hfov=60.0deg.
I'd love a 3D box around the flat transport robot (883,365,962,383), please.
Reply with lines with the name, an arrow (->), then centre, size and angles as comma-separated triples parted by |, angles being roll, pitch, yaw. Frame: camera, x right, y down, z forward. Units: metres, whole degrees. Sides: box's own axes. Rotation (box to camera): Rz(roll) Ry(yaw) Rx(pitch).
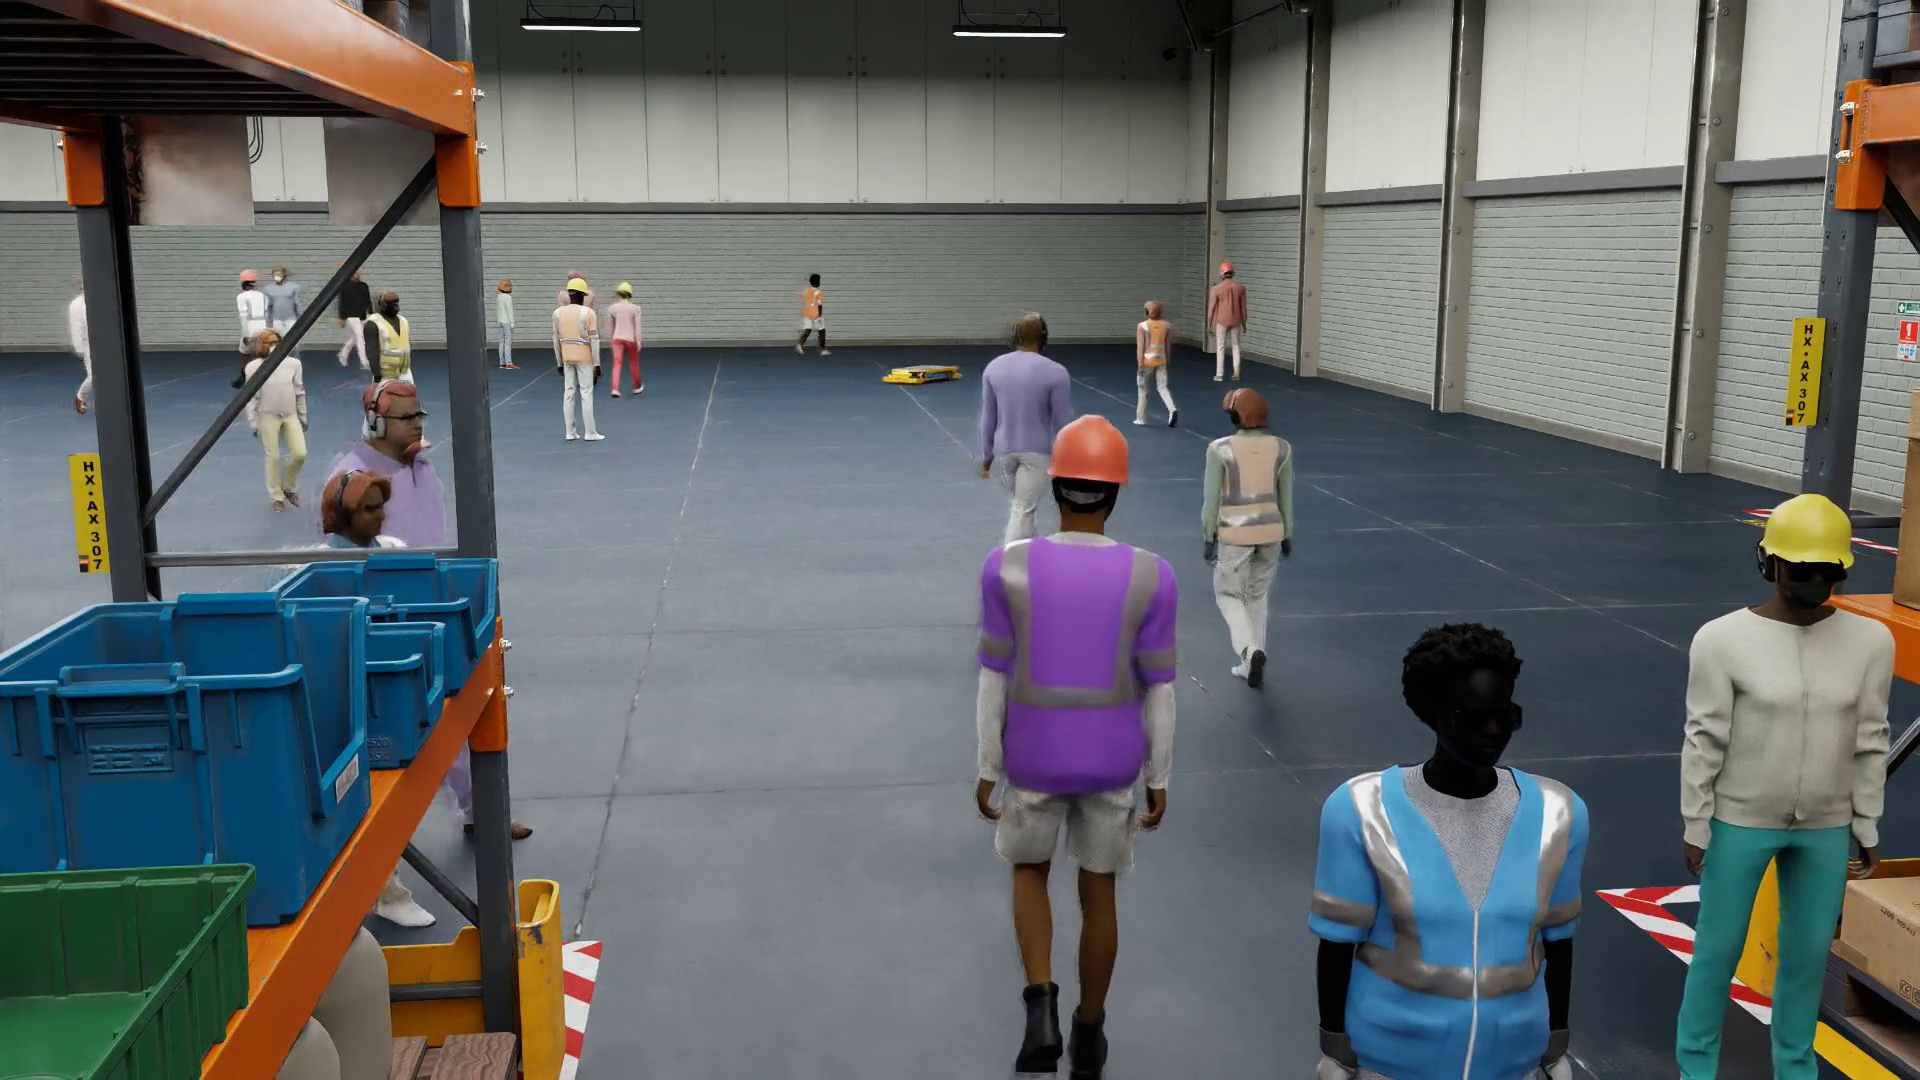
flat transport robot -> -0.609, -2.776, 27.744 | 0.652, 0.197, 1.431 | 6, 12, 31

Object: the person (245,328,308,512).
person -> -5.961, -1.044, 14.552 | 0.520, 1.617, 0.371 | -9, 14, -41

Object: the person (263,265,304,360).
person -> -11.537, -3.719, 28.380 | 0.650, 1.922, 0.430 | -1, 10, -3

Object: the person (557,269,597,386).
person -> -6.098, -3.364, 26.527 | 0.654, 1.890, 0.711 | -7, 13, -34

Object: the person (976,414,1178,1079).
person -> 0.323, 0.612, 4.650 | 0.560, 1.918, 0.466 | 1, 10, 5

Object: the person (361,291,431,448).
person -> -6.545, -1.950, 19.038 | 0.943, 1.801, 0.639 | 5, 12, 28

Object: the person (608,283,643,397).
person -> -5.059, -3.021, 25.134 | 0.538, 1.714, 0.950 | 1, 10, 6

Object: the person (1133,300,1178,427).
person -> 2.485, -2.229, 21.076 | 0.525, 1.616, 0.735 | -5, 12, -26

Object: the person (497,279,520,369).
person -> -8.306, -3.956, 30.475 | 0.264, 1.632, 0.507 | -9, 14, -40

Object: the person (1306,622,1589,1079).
person -> 0.929, 0.986, 3.204 | 0.538, 1.700, 0.317 | 0, 10, -3

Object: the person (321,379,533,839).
person -> -2.230, 0.295, 6.585 | 0.929, 1.866, 0.651 | 3, 11, 18

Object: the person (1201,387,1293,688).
person -> 1.555, 0.006, 8.799 | 0.544, 1.617, 0.568 | -3, 11, -16

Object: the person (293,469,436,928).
person -> -2.178, 0.536, 5.911 | 0.735, 1.613, 0.523 | 5, 11, 25

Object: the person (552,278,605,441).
person -> -4.502, -2.120, 19.634 | 0.586, 1.917, 0.381 | 3, 11, 17

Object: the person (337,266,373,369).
person -> -11.101, -4.103, 30.401 | 0.935, 1.961, 0.608 | 4, 11, 22

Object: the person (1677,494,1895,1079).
person -> 2.161, 0.743, 4.380 | 0.518, 1.757, 0.337 | 0, 10, 2

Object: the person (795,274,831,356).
person -> -2.984, -4.539, 33.583 | 0.534, 1.667, 0.780 | 9, 13, 40

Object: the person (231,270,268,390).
person -> -11.045, -3.263, 25.982 | 1.016, 1.886, 0.567 | 6, 12, 28

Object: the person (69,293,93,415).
person -> -11.472, -2.553, 22.068 | 0.531, 1.891, 0.667 | 4, 11, 21

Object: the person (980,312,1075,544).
person -> 0.520, -0.591, 11.314 | 0.649, 1.888, 0.992 | 7, 12, 32

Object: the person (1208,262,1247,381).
person -> 4.454, -3.630, 27.732 | 0.646, 1.985, 0.431 | -1, 10, -8
